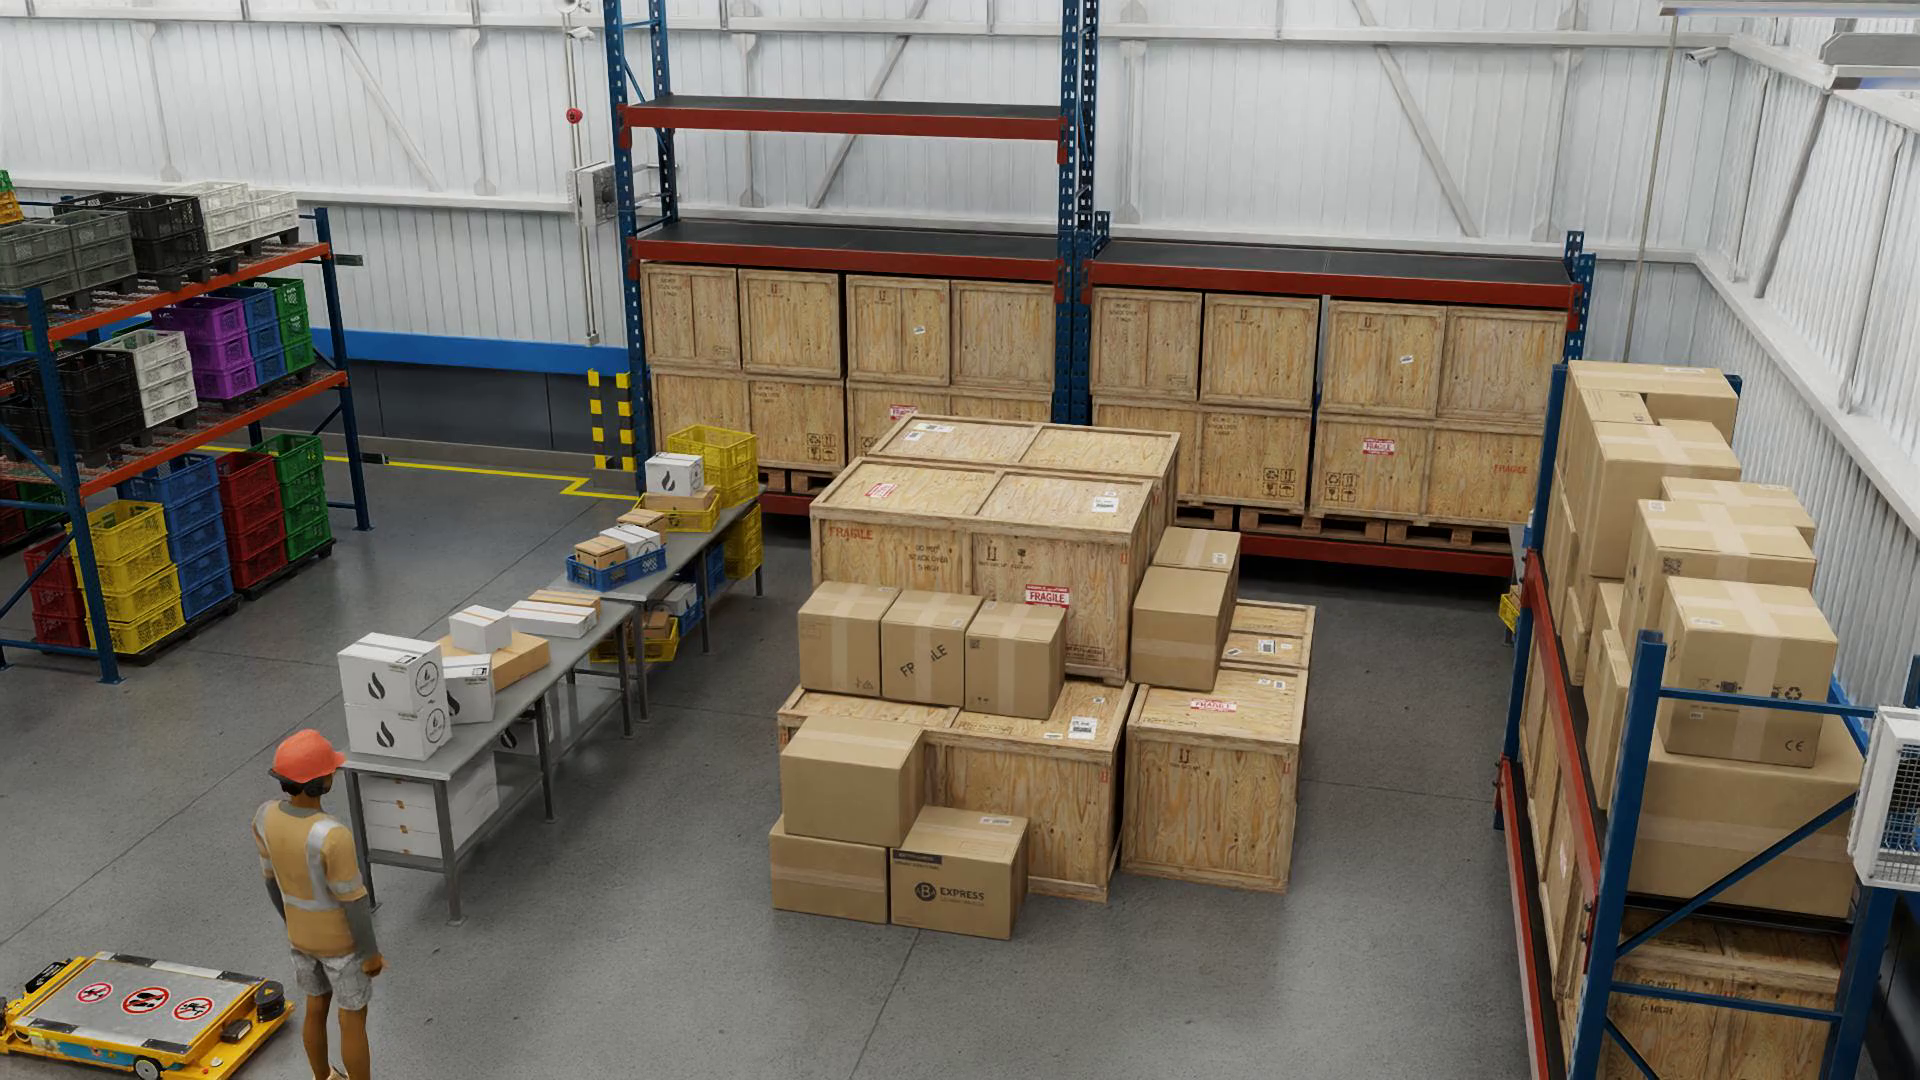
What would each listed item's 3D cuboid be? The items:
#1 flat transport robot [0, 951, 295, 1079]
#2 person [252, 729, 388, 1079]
[{"bbox_3d":[-4.270,2.464,8.601,1.431,0.231,0.659,5,22,13],"label":"flat transport robot"},{"bbox_3d":[-2.952,1.821,7.798,0.604,2.044,0.374,11,24,27],"label":"person"}]
